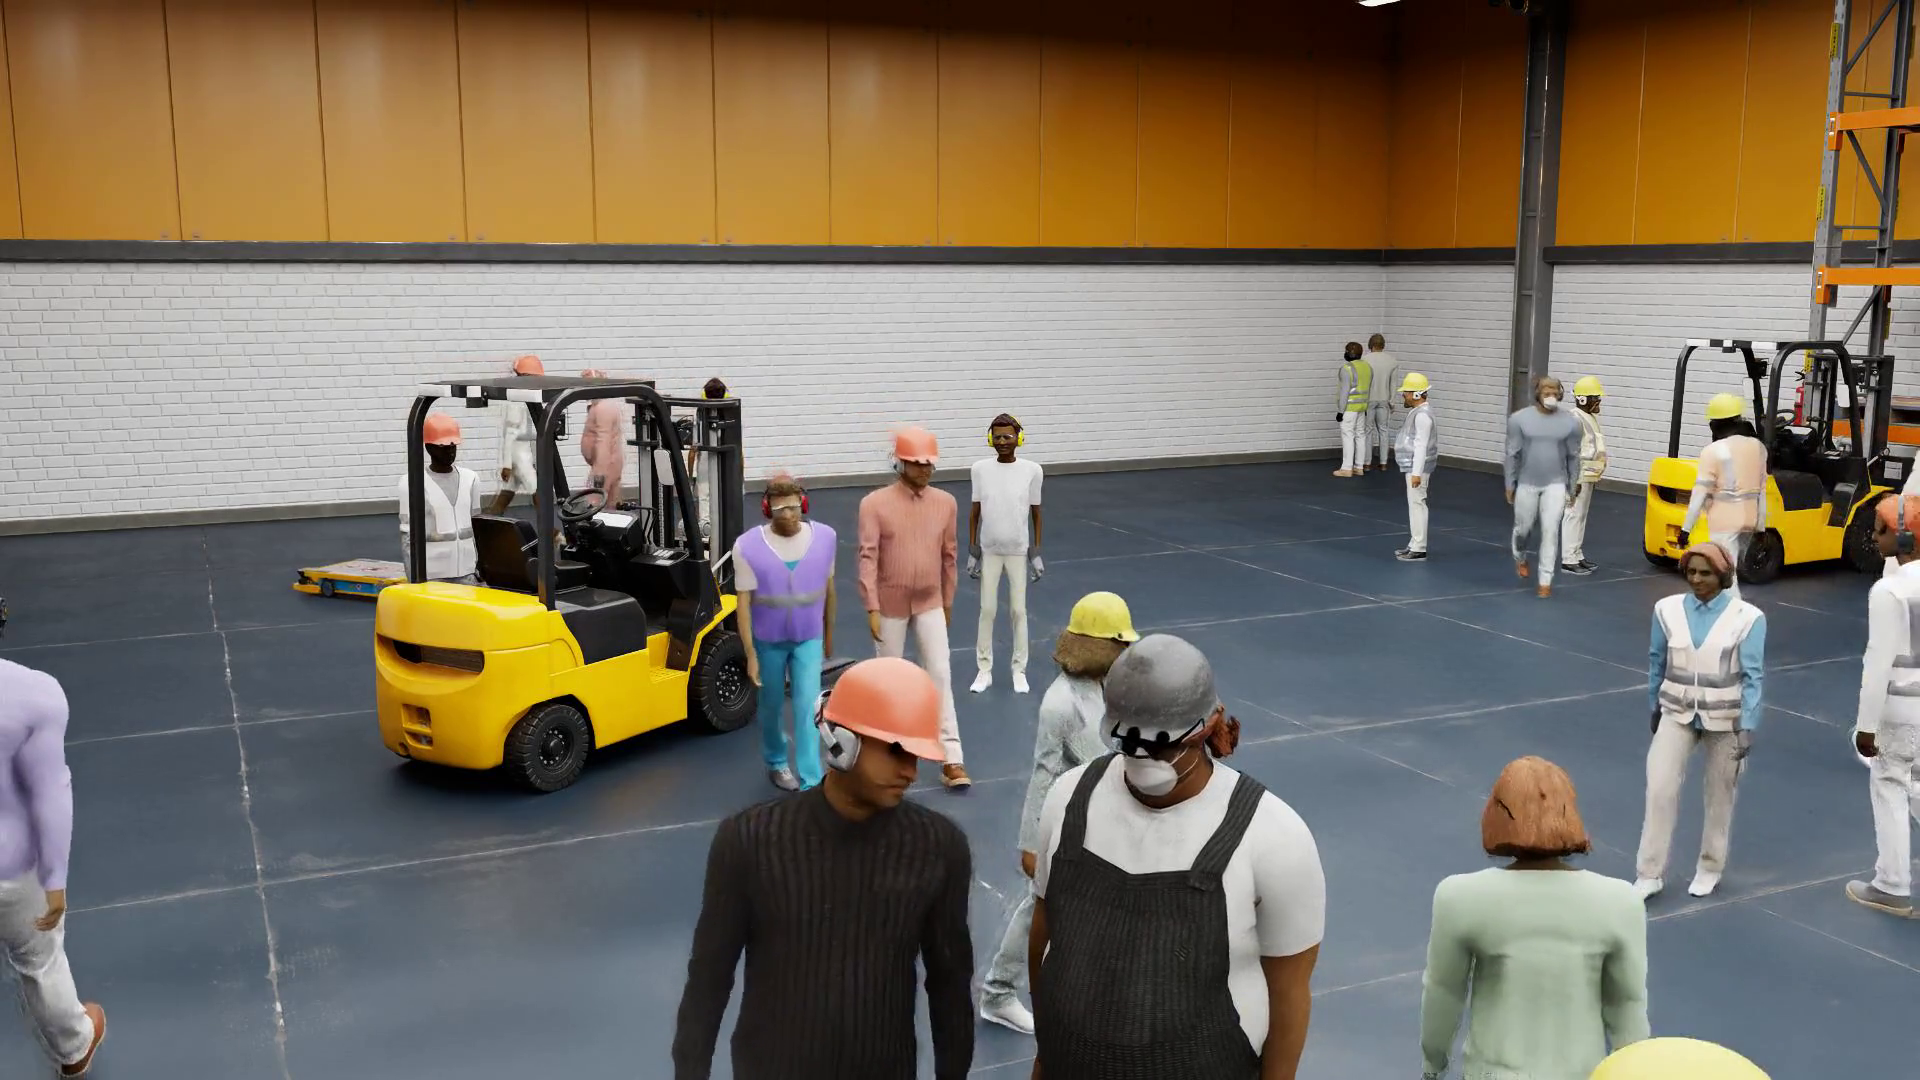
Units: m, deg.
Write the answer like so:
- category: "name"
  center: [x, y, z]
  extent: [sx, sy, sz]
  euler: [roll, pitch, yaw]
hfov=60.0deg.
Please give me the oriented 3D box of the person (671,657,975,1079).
- category: "person"
  center: [-0.306, 1.224, 3.749]
  extent: [0.691, 1.961, 0.580]
  euler: [-2, 9, -14]

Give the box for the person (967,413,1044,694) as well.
- category: "person"
  center: [0.300, 0.096, 11.050]
  extent: [0.515, 1.862, 0.329]
  euler: [1, 9, 6]

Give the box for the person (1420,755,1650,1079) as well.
- category: "person"
  center: [1.412, 1.327, 4.144]
  extent: [0.523, 1.610, 0.546]
  euler: [2, 9, 10]

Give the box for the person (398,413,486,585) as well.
- category: "person"
  center: [-3.164, 0.183, 10.267]
  extent: [0.356, 1.937, 0.552]
  euler: [8, 12, 41]

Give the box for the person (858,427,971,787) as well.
- category: "person"
  center: [-0.256, 0.362, 9.099]
  extent: [0.631, 1.957, 0.809]
  euler: [-4, 10, -22]

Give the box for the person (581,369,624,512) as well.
- category: "person"
  center: [-3.389, -0.679, 15.793]
  extent: [0.458, 1.883, 0.659]
  euler: [-1, 9, -9]

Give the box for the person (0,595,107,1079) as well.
- category: "person"
  center: [-3.109, 1.006, 5.315]
  extent: [0.636, 1.888, 1.003]
  euler: [-2, 9, -12]

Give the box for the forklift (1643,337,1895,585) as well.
- category: "forklift"
  center: [7.551, -0.789, 15.507]
  extent: [2.313, 2.155, 1.214]
  euler: [-4, 10, -25]

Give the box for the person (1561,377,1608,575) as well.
- category: "person"
  center: [5.787, -0.600, 15.450]
  extent: [0.404, 1.833, 0.590]
  euler: [6, 11, 31]

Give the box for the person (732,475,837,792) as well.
- category: "person"
  center: [-0.891, 0.531, 8.637]
  extent: [0.571, 1.760, 1.000]
  euler: [-3, 10, -18]

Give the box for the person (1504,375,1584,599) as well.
- category: "person"
  center: [5.056, -0.487, 14.482]
  extent: [0.640, 1.926, 0.709]
  euler: [2, 9, 15]

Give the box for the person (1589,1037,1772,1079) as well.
- category: "person"
  center: [0.724, 1.507, 2.190]
  extent: [0.634, 1.891, 0.633]
  euler: [4, 10, 24]

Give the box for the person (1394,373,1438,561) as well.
- category: "person"
  center: [4.421, -0.709, 16.163]
  extent: [0.402, 1.826, 0.594]
  euler: [2, 9, 11]

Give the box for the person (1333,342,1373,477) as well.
- category: "person"
  center: [5.366, -1.787, 22.788]
  extent: [0.635, 1.842, 0.429]
  euler: [-8, 12, -40]

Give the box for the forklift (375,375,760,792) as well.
- category: "forklift"
  center: [-2.268, 0.149, 9.685]
  extent: [1.214, 2.155, 2.313]
  euler: [6, 11, 32]

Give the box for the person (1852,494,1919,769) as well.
- category: "person"
  center: [5.247, 0.529, 9.118]
  extent: [0.499, 1.621, 0.366]
  euler: [-4, 10, -25]

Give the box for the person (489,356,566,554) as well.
- category: "person"
  center: [-4.247, -0.810, 16.289]
  extent: [1.091, 1.978, 0.619]
  euler: [-2, 9, -10]

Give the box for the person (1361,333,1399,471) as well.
- category: "person"
  center: [5.839, -1.934, 23.404]
  extent: [0.638, 1.937, 0.357]
  euler: [-2, 9, -12]

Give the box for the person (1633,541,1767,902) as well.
- category: "person"
  center: [3.225, 0.820, 7.298]
  extent: [0.525, 1.612, 0.689]
  euler: [8, 12, 41]

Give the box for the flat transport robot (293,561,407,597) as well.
- category: "flat transport robot"
  center: [-5.000, 0.348, 14.399]
  extent: [1.431, 0.197, 0.652]
  euler: [4, 10, 25]

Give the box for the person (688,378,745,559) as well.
- category: "person"
  center: [-2.184, -0.511, 14.843]
  extent: [0.532, 1.861, 0.340]
  euler: [-4, 10, -22]

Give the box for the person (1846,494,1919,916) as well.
- category: "person"
  center: [4.096, 0.734, 7.072]
  extent: [0.617, 1.865, 0.521]
  euler: [-4, 10, -25]

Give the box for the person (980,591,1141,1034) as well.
- category: "person"
  center: [0.451, 1.008, 5.907]
  extent: [0.920, 1.678, 0.496]
  euler: [4, 10, 25]

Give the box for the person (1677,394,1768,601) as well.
- category: "person"
  center: [5.621, -0.125, 12.269]
  extent: [0.608, 1.898, 0.624]
  euler: [-5, 10, -27]

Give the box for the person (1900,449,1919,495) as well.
- category: "person"
  center: [7.108, -0.091, 12.155]
  extent: [0.661, 1.882, 0.763]
  euler: [-4, 10, -23]
